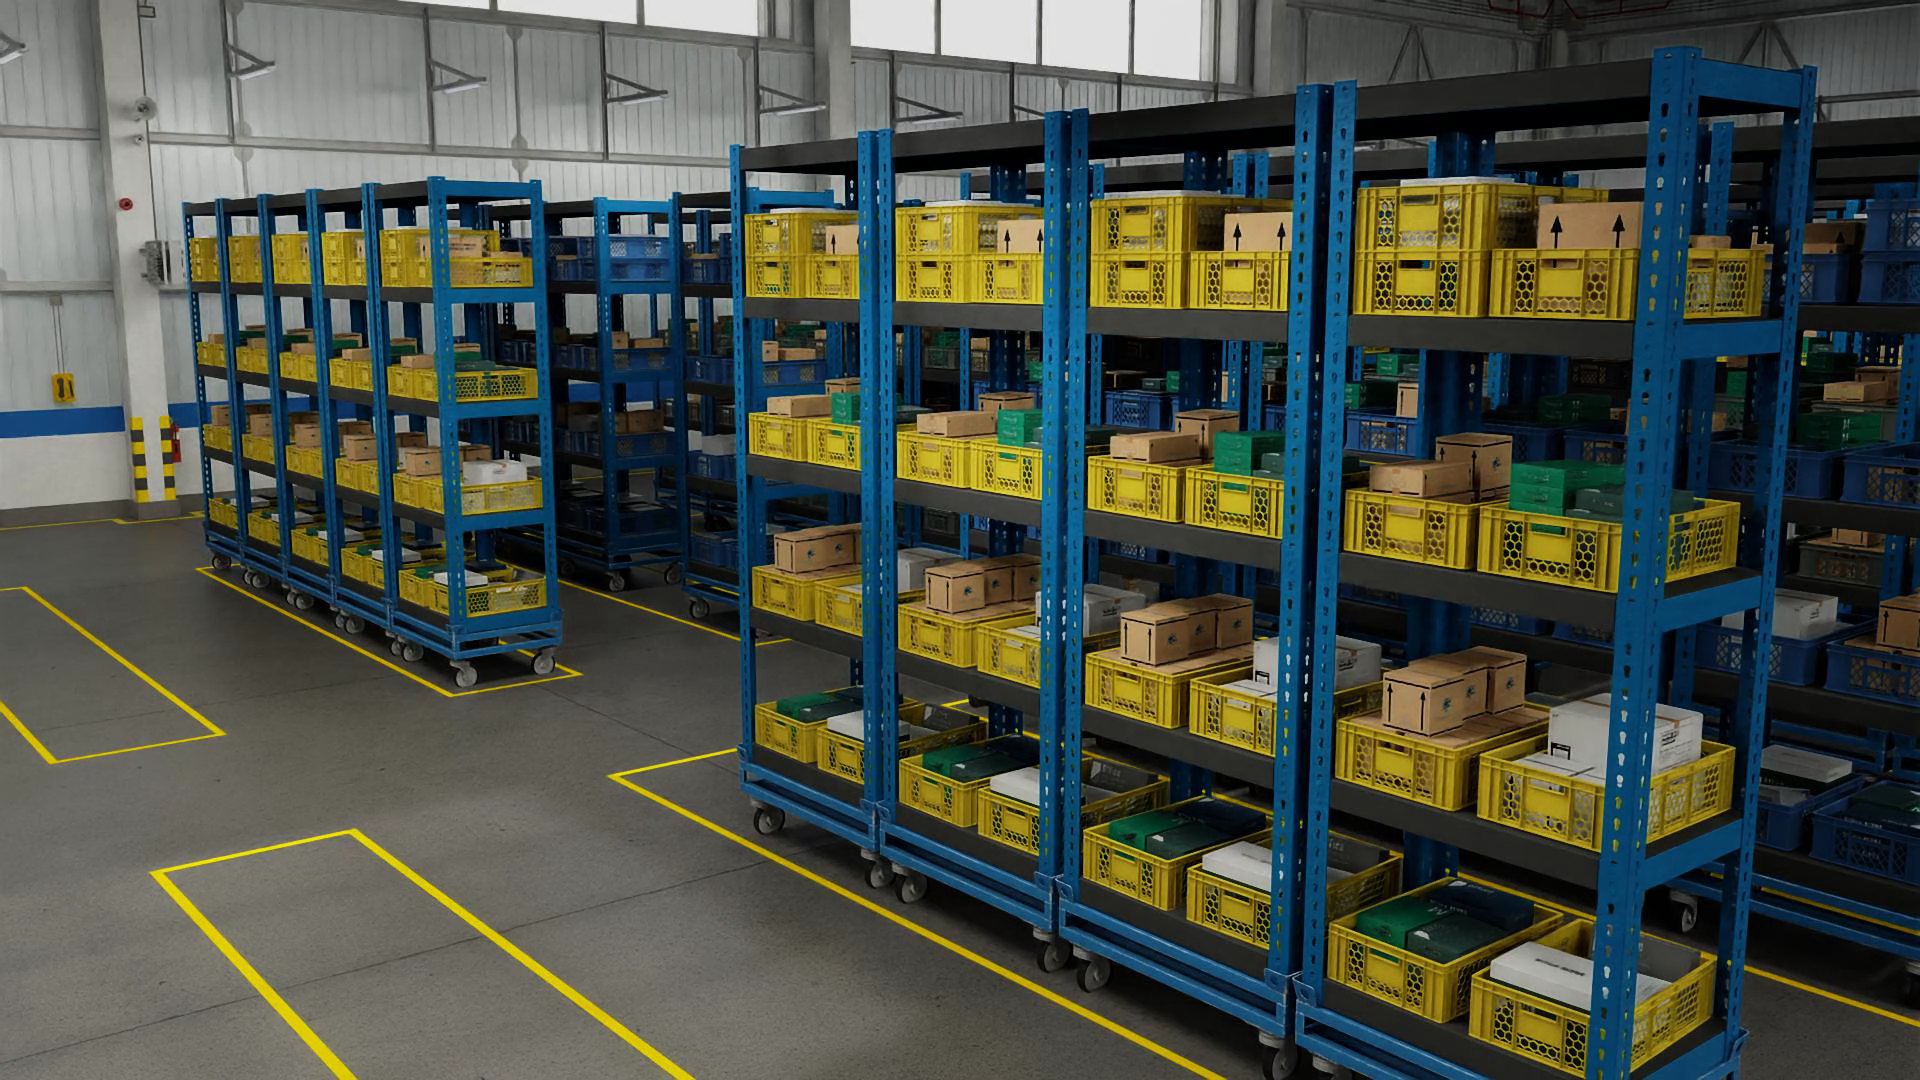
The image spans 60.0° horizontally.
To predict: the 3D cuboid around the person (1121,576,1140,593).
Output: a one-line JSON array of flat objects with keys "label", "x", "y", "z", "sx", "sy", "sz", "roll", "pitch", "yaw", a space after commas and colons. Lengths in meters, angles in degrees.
[{"label": "person", "x": 1.391, "y": -0.378, "z": 14.435, "sx": 0.537, "sy": 2.019, "sz": 0.636, "roll": -7, "pitch": 12, "yaw": -36}]
